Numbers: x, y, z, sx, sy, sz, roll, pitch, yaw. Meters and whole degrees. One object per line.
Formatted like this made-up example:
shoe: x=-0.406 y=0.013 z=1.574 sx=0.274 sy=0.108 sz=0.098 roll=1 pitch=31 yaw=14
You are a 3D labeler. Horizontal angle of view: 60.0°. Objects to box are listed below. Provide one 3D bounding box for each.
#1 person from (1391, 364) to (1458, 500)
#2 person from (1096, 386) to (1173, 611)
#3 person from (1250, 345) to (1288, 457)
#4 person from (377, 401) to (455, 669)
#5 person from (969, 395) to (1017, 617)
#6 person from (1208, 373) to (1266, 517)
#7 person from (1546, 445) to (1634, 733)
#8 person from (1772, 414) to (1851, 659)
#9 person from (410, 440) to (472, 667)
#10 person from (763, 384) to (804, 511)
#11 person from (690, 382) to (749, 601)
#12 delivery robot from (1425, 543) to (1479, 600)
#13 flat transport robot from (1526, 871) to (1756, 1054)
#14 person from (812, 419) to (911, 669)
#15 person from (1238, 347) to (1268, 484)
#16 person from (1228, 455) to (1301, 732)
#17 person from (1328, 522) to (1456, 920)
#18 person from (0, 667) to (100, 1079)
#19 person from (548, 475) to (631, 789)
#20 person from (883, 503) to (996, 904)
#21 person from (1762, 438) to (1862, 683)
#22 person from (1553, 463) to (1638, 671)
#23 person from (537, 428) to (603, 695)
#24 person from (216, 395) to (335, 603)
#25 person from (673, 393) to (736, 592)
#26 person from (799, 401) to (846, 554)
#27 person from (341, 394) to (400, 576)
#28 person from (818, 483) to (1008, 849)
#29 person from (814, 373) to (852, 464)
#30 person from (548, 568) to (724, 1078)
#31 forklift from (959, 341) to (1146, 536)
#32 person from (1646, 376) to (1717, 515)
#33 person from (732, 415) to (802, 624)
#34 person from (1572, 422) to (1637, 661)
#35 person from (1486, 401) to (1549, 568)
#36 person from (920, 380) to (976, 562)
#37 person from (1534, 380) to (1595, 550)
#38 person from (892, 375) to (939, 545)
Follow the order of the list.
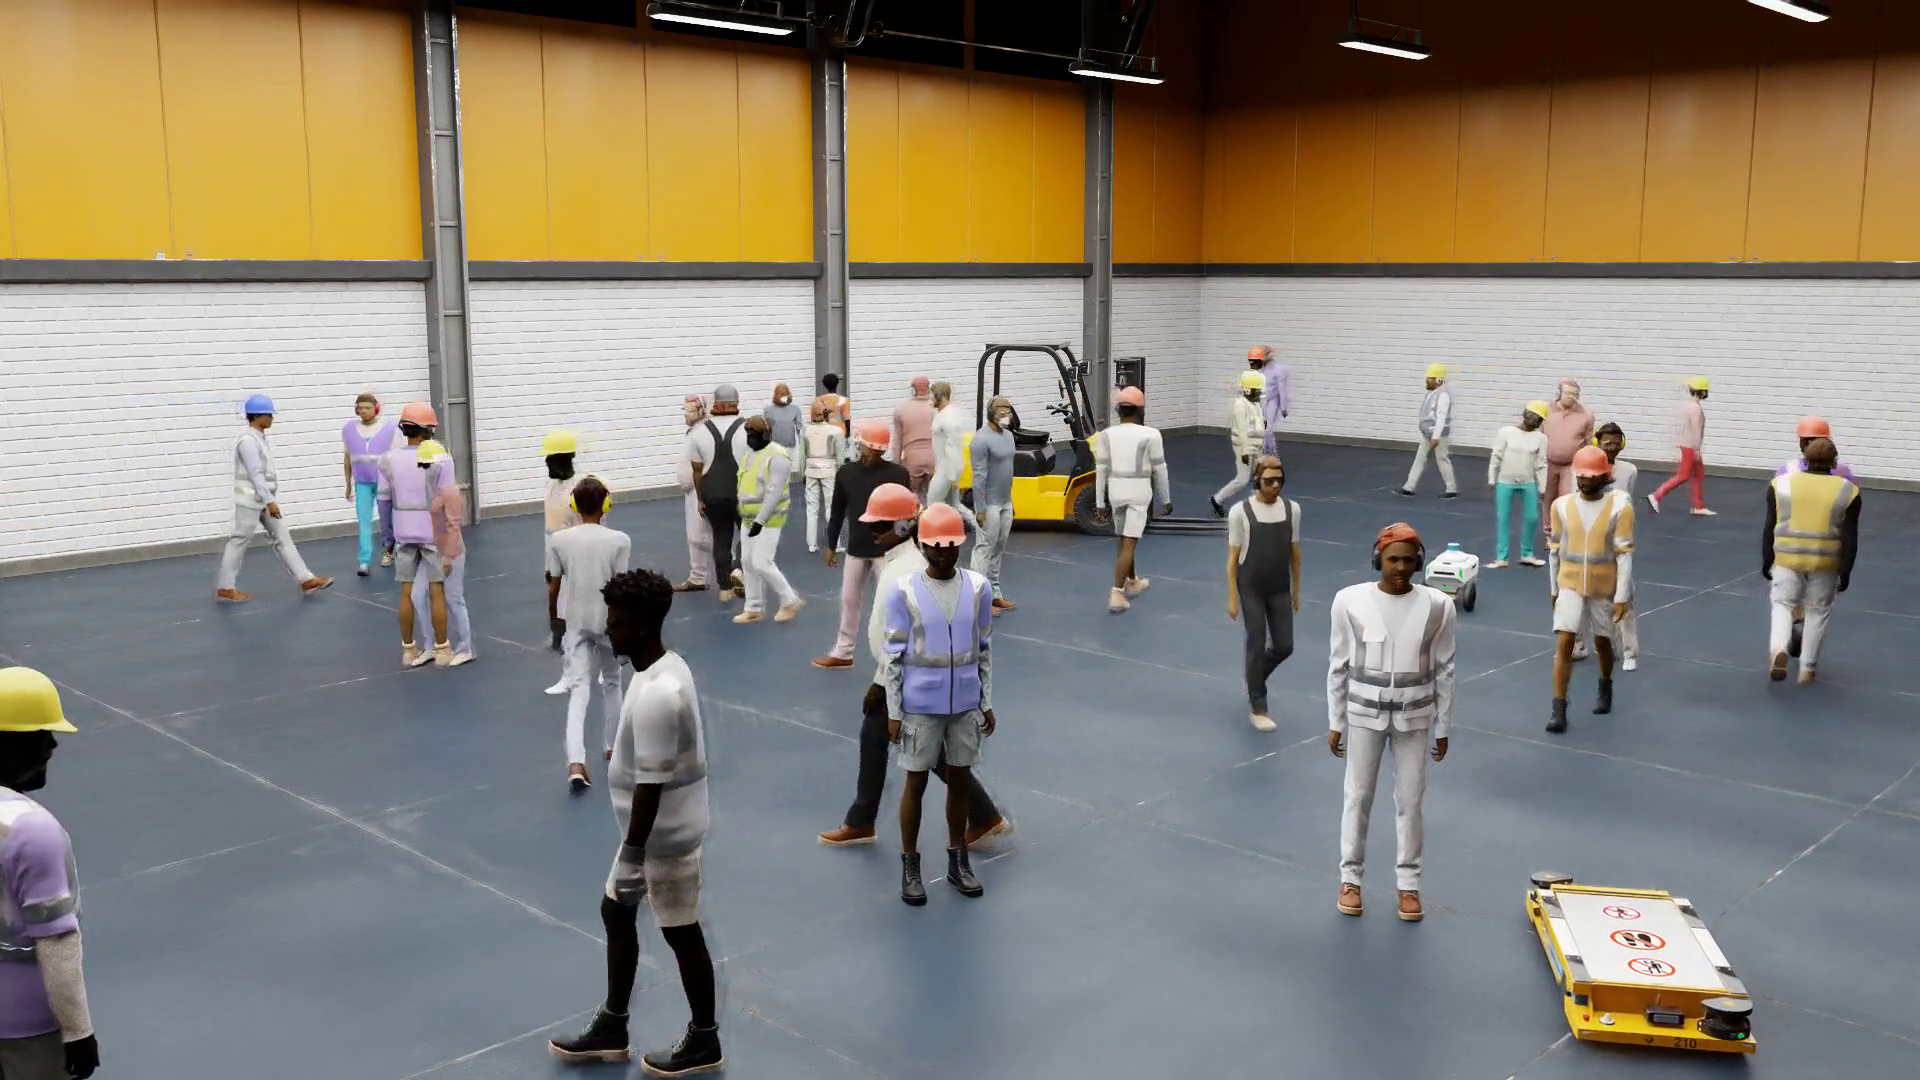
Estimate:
person: x=6.176 y=-1.409 z=21.849 sx=0.847 sy=1.789 sz=0.616 roll=-1 pitch=9 yaw=-5
person: x=1.537 y=-0.380 z=14.947 sx=0.628 sy=1.989 sz=1.070 roll=6 pitch=11 yaw=32
person: x=4.702 y=-2.066 z=25.607 sx=0.506 sy=1.882 sz=0.652 roll=-7 pitch=12 yaw=-38
person: x=-4.082 y=-0.037 z=12.643 sx=0.615 sy=2.040 sz=0.389 roll=1 pitch=9 yaw=7
person: x=0.298 y=-0.307 z=14.623 sx=0.355 sy=1.936 sz=0.633 roll=5 pitch=11 yaw=29
person: x=3.390 y=-1.103 z=19.909 sx=0.727 sy=1.806 sz=0.609 roll=6 pitch=11 yaw=32
person: x=4.201 y=0.295 z=11.099 sx=0.544 sy=1.900 sz=0.943 roll=5 pitch=11 yaw=30
person: x=6.529 y=0.000 z=12.774 sx=0.544 sy=1.925 sz=0.556 roll=2 pitch=9 yaw=10
person: x=-3.981 y=0.116 z=12.579 sx=0.544 sy=1.745 sz=0.591 roll=8 pitch=12 yaw=42
person: x=-2.216 y=-1.168 z=20.962 sx=0.513 sy=1.586 sz=0.851 roll=-5 pitch=10 yaw=-26
person: x=-2.089 y=-0.440 z=15.120 sx=0.696 sy=2.000 sz=0.608 roll=1 pitch=9 yaw=7
delivery robot: x=4.445 y=0.274 z=15.004 sx=0.477 sy=0.478 sz=0.707 roll=5 pitch=11 yaw=28
flat transport robot: x=2.849 y=1.756 z=7.069 sx=0.652 sy=0.197 sz=1.431 roll=2 pitch=9 yaw=11
person: x=-0.758 y=0.064 z=12.375 sx=0.842 sy=1.953 sz=0.418 roll=3 pitch=10 yaw=19
person: x=4.167 y=-1.762 z=23.543 sx=0.360 sy=1.939 sz=0.543 roll=-6 pitch=11 yaw=-31
person: x=1.999 y=0.332 z=11.038 sx=0.522 sy=1.829 sz=0.524 roll=-2 pitch=10 yaw=-13
person: x=2.004 y=0.845 z=7.764 sx=0.575 sy=1.876 sz=0.340 roll=2 pitch=9 yaw=11
person: x=-2.671 y=1.312 z=4.754 sx=0.584 sy=1.919 sz=0.382 roll=5 pitch=11 yaw=30
person: x=-2.205 y=0.525 z=9.873 sx=0.536 sy=1.826 sz=0.966 roll=0 pitch=9 yaw=0
person: x=-0.084 y=0.777 z=7.975 sx=0.553 sy=1.935 sz=0.362 roll=-3 pitch=10 yaw=-20
person: x=6.135 y=0.171 z=12.030 sx=0.628 sy=1.827 sz=0.625 roll=5 pitch=11 yaw=30
person: x=4.901 y=0.175 z=12.656 sx=0.406 sy=1.618 sz=0.534 roll=-7 pitch=12 yaw=-36
person: x=-2.752 y=0.154 z=11.862 sx=0.491 sy=1.915 sz=0.594 roll=-9 pitch=13 yaw=-42
person: x=-6.329 y=-0.370 z=15.141 sx=1.020 sy=1.889 sz=0.613 roll=-1 pitch=9 yaw=-5
person: x=-2.359 y=-0.426 z=15.483 sx=0.561 sy=1.894 sz=0.682 roll=-3 pitch=10 yaw=-20
person: x=-1.470 y=-0.662 z=17.720 sx=0.515 sy=1.636 sz=0.315 roll=3 pitch=10 yaw=18
person: x=-5.870 y=-0.564 z=16.637 sx=0.587 sy=1.791 sz=0.961 roll=-1 pitch=9 yaw=-7
person: x=-0.218 y=0.670 z=8.620 sx=0.955 sy=1.961 sz=0.614 roll=-2 pitch=9 yaw=-9
person: x=-1.670 y=-1.347 z=21.796 sx=0.533 sy=1.678 sz=0.403 roll=3 pitch=10 yaw=18
person: x=-1.255 y=1.069 z=6.153 sx=0.789 sy=1.940 sz=0.634 roll=-2 pitch=9 yaw=-11
forklift: x=0.977 y=-1.223 z=19.452 sx=2.313 sy=2.155 sz=1.214 roll=2 pitch=9 yaw=11
person: x=8.917 y=-1.154 z=20.448 sx=0.790 sy=1.742 sz=0.532 roll=2 pitch=10 yaw=14
person: x=-1.656 y=-0.162 z=14.099 sx=0.532 sy=1.817 sz=0.638 roll=-7 pitch=12 yaw=-37
person: x=4.964 y=0.015 z=12.873 sx=0.533 sy=1.864 sz=0.310 roll=0 pitch=9 yaw=1
person: x=5.640 y=-0.553 z=16.810 sx=0.639 sy=1.720 sz=0.342 roll=1 pitch=9 yaw=7
person: x=-0.075 y=-0.716 z=17.305 sx=0.914 sy=1.904 sz=0.638 roll=-1 pitch=9 yaw=-5
person: x=6.356 y=-0.758 z=17.633 sx=0.651 sy=1.853 sz=1.008 roll=4 pitch=10 yaw=21
person: x=-0.391 y=-0.833 z=18.014 sx=0.710 sy=1.880 sz=0.556 roll=0 pitch=9 yaw=1
